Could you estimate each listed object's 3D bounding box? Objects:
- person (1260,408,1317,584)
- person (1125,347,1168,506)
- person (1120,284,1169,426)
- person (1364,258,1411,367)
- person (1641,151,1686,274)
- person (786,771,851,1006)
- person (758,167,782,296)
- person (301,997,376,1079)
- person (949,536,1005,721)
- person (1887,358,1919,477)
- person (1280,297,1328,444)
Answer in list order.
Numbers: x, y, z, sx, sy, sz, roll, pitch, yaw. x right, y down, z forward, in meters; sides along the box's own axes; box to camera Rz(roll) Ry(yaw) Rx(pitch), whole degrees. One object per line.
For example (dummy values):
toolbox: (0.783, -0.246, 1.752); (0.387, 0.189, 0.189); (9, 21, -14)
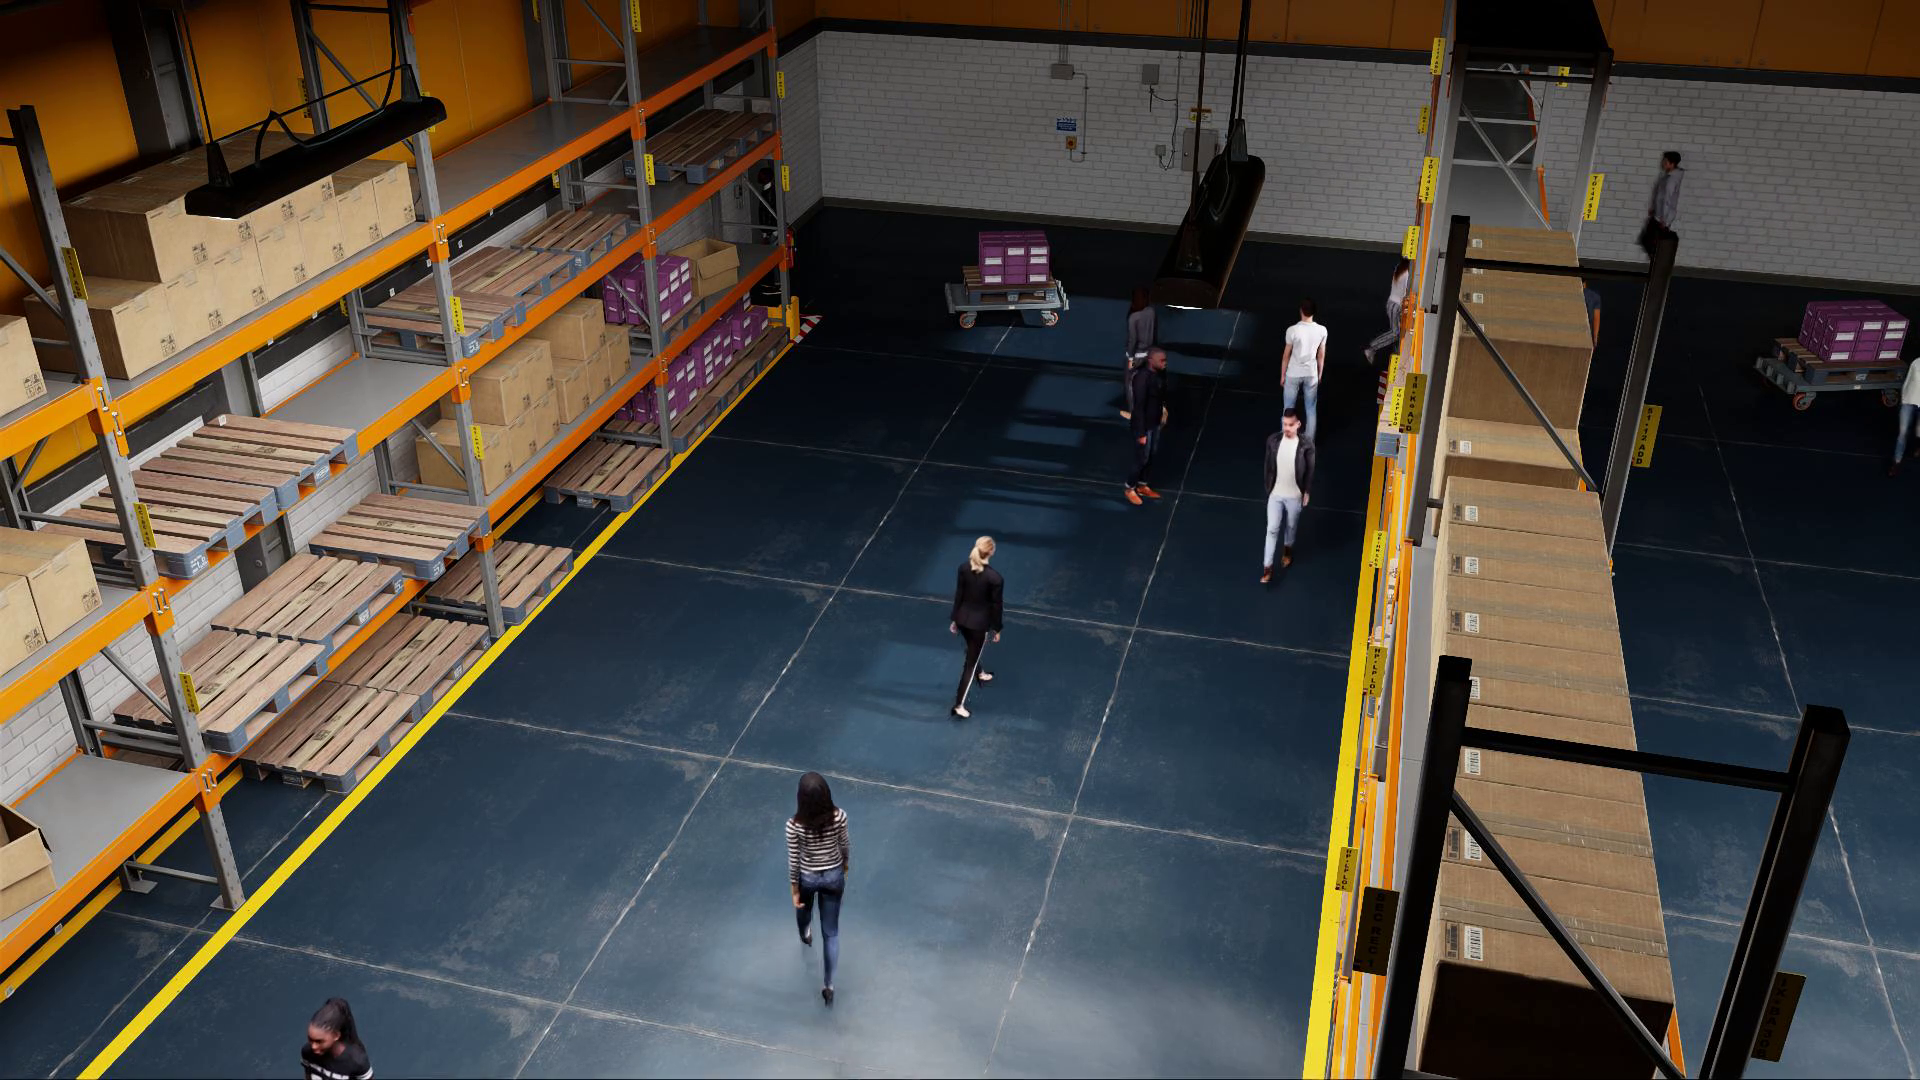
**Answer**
person: (3.287, -0.499, 16.605); (0.724, 1.799, 1.121); (10, 30, 17)
person: (2.003, -1.259, 17.989); (0.850, 1.809, 0.692); (19, 34, 31)
person: (2.196, -2.155, 19.695); (1.029, 1.748, 1.038); (-19, 34, -31)
person: (5.571, -2.963, 21.276); (0.947, 1.652, 1.010); (-4, 29, -6)
person: (10.337, -4.694, 24.182); (0.818, 1.907, 0.655); (15, 32, 25)
person: (-0.931, 2.410, 11.317); (0.897, 1.756, 1.112); (-5, 29, -10)
person: (-2.706, -4.443, 23.813); (0.793, 1.821, 0.636); (-3, 29, -6)
person: (-3.520, 3.362, 9.598); (0.612, 1.730, 0.549); (9, 30, 15)
person: (0.075, 0.797, 14.386); (0.845, 1.650, 1.085); (19, 34, 31)
person: (10.782, -1.527, 18.672); (0.868, 1.624, 1.076); (24, 37, 37)
person: (3.927, -1.879, 19.086); (0.723, 1.846, 0.705); (-4, 29, -7)
